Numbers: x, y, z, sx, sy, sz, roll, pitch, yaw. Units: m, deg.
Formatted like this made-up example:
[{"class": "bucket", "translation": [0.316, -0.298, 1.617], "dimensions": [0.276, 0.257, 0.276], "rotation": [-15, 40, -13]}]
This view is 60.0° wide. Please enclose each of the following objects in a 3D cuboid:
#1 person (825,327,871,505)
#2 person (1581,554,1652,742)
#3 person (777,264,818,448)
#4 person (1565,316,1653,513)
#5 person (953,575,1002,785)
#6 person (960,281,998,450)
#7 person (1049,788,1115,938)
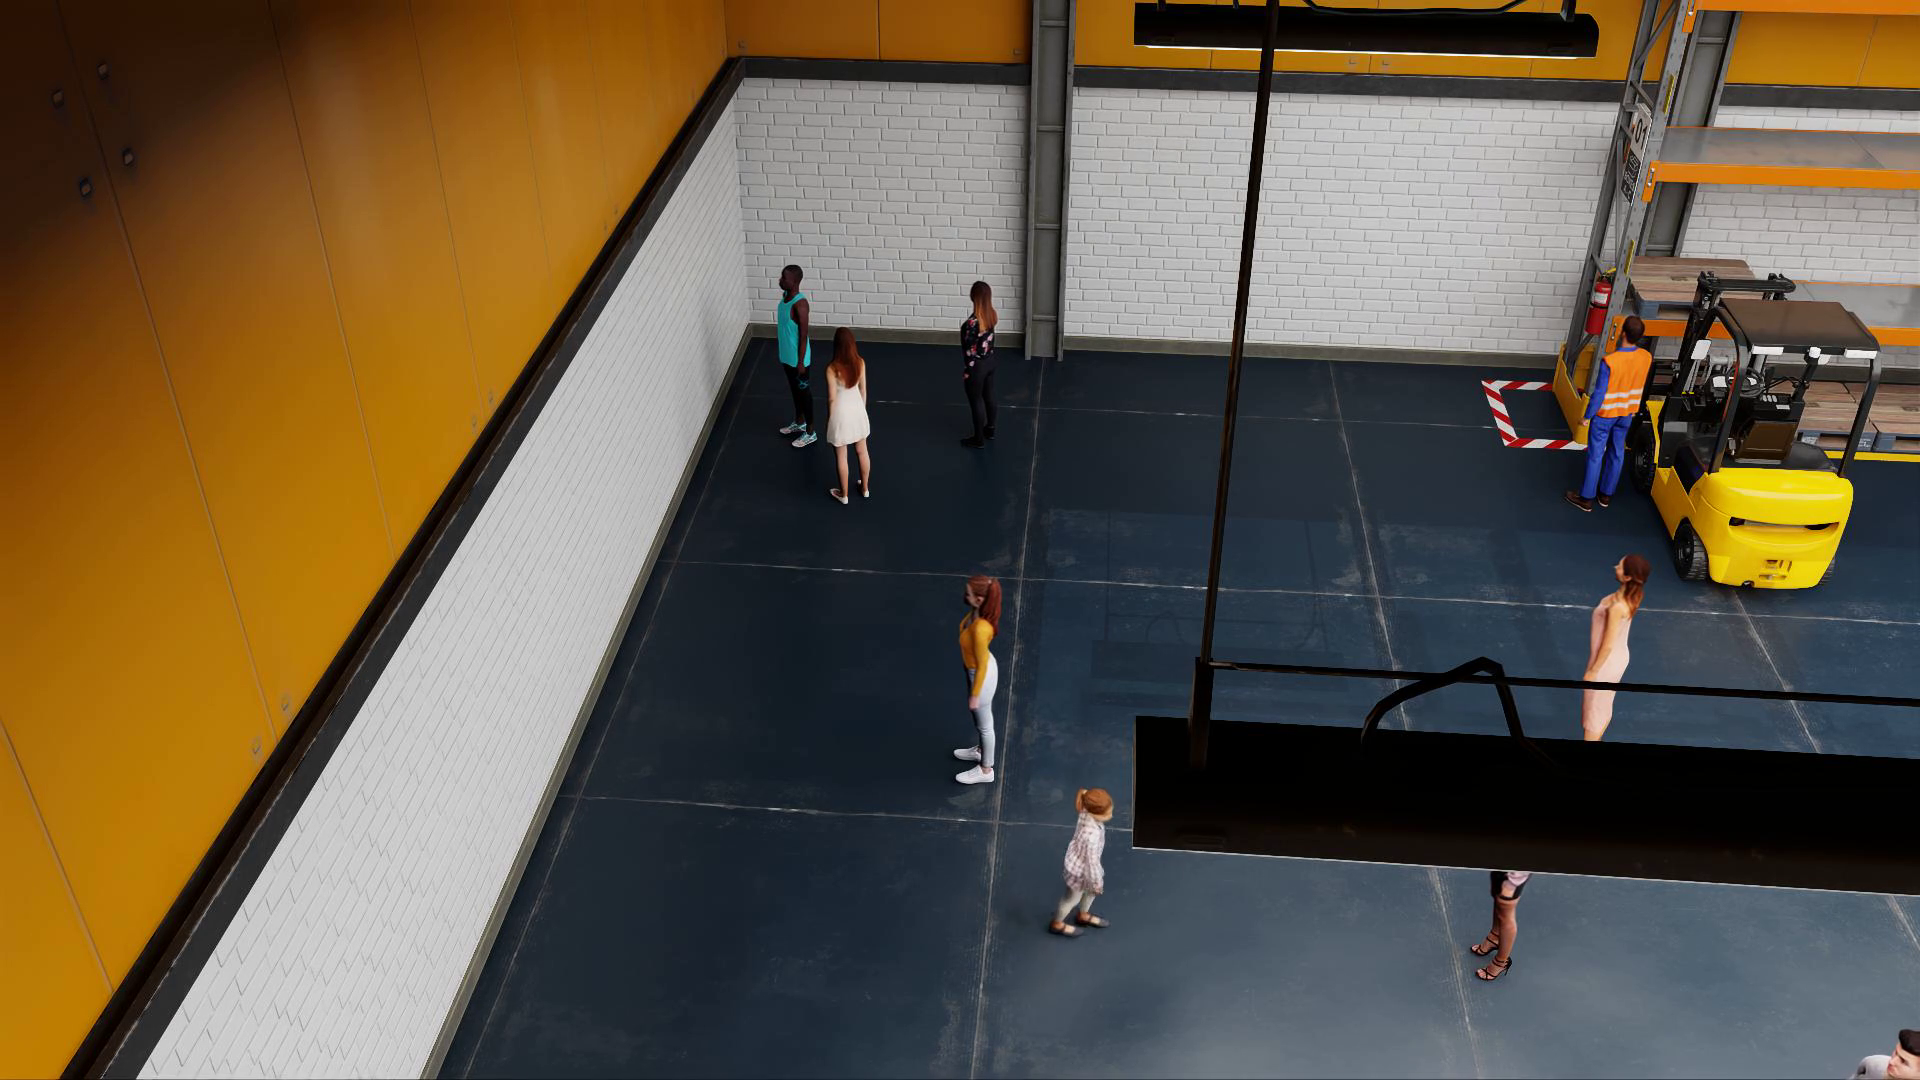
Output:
[{"class": "person", "translation": [-0.999, -1.116, 14.804], "dimensions": [0.624, 1.712, 0.707], "rotation": [-17, 37, -24]}, {"class": "person", "translation": [4.565, 0.866, 11.714], "dimensions": [0.682, 1.831, 0.666], "rotation": [23, 40, 31]}, {"class": "person", "translation": [-1.539, -1.751, 15.671], "dimensions": [0.694, 1.811, 0.691], "rotation": [-16, 37, -22]}, {"class": "person", "translation": [5.750, -1.121, 14.673], "dimensions": [0.696, 1.864, 0.841], "rotation": [-10, 35, -15]}, {"class": "person", "translation": [0.143, 0.962, 11.643], "dimensions": [0.560, 1.750, 0.581], "rotation": [1, 34, 1]}, {"class": "person", "translation": [0.189, -1.656, 15.642], "dimensions": [0.659, 1.683, 0.655], "rotation": [21, 39, 28]}, {"class": "person", "translation": [0.724, 2.033, 10.463], "dimensions": [0.610, 1.272, 0.543], "rotation": [0, 34, -1]}]
